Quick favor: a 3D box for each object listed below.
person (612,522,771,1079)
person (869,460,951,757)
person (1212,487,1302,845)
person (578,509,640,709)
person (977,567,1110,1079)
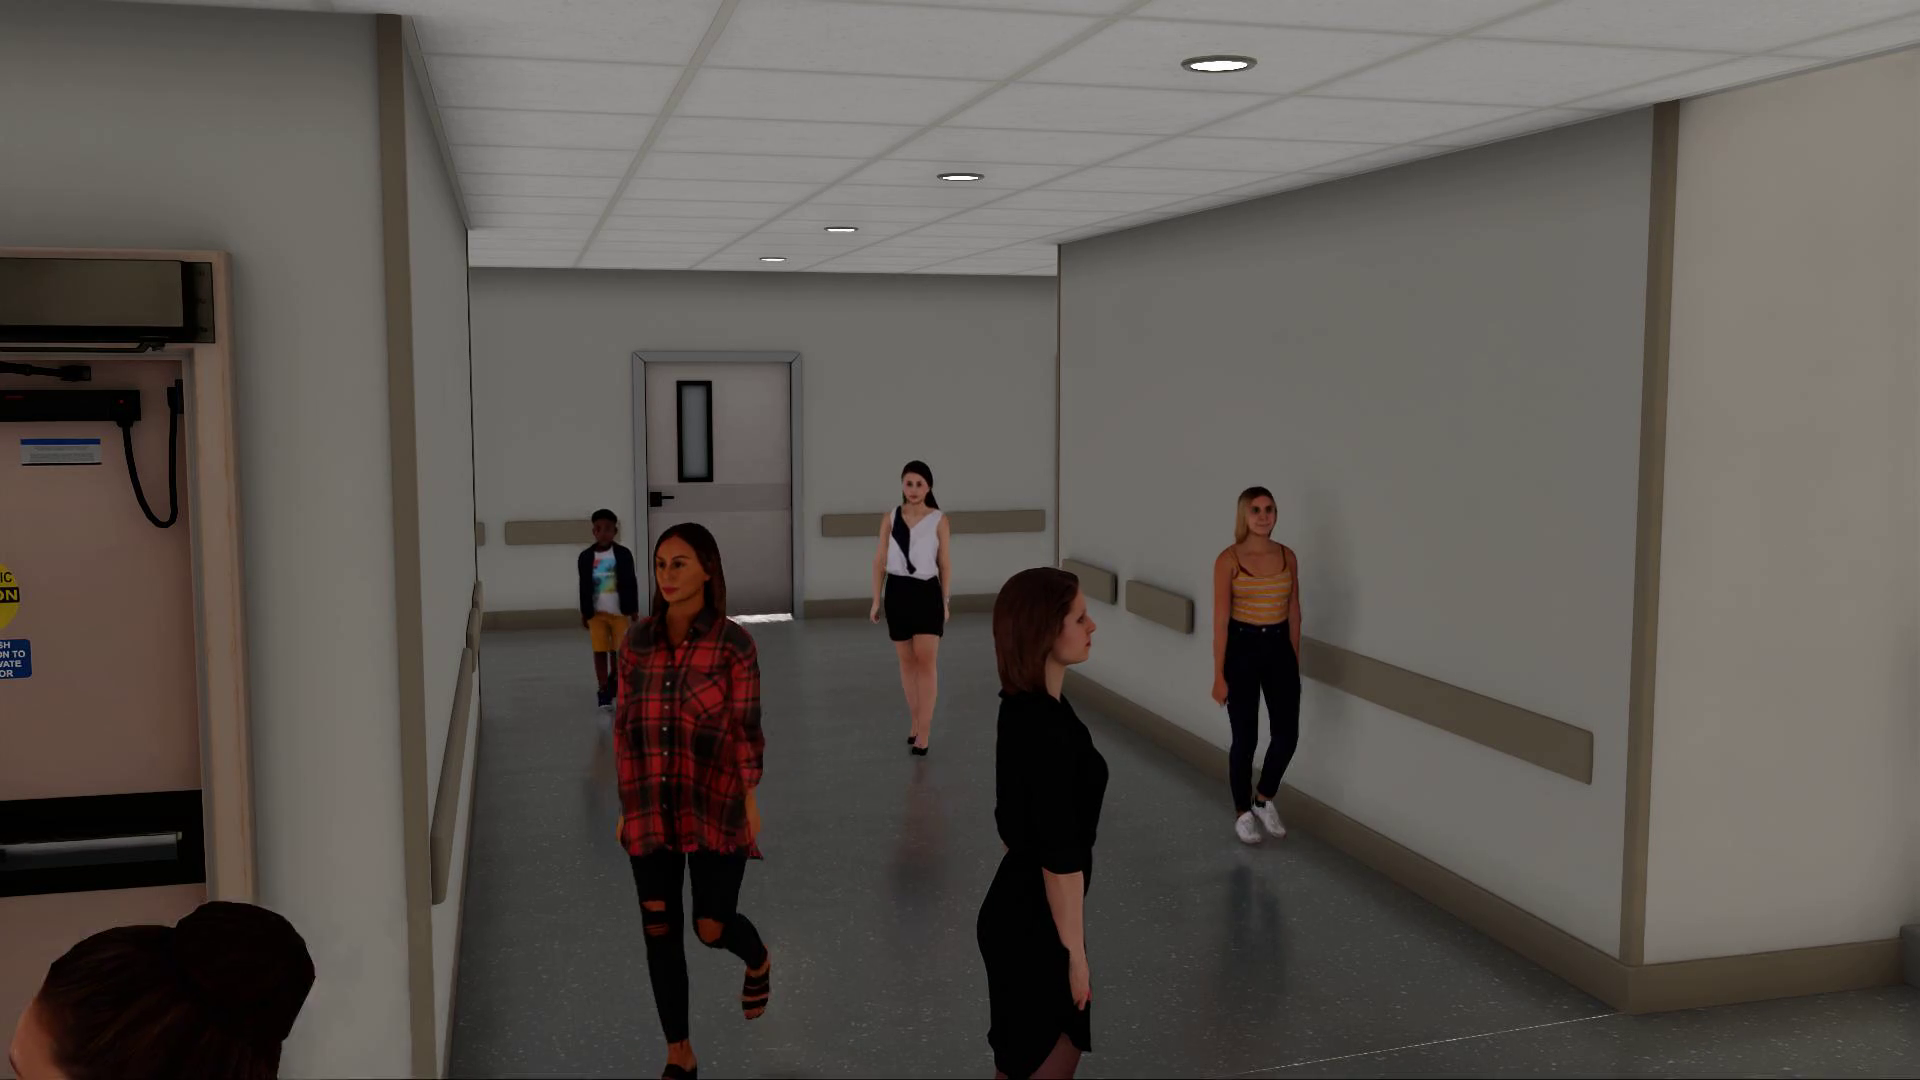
[{"bbox_3d":[-0.772,0.794,4.928,0.913,1.690,0.925,2,6,18],"label":"person"},{"bbox_3d":[-0.249,0.378,9.392,0.914,1.624,0.863,1,6,12],"label":"person"},{"bbox_3d":[1.323,0.563,7.585,0.534,1.617,0.676,-1,6,-11],"label":"person"},{"bbox_3d":[-2.256,0.433,10.702,0.803,1.253,0.596,-1,6,-13],"label":"person"},{"bbox_3d":[0.167,0.905,3.740,0.520,1.706,0.603,-1,6,-9],"label":"person"}]
